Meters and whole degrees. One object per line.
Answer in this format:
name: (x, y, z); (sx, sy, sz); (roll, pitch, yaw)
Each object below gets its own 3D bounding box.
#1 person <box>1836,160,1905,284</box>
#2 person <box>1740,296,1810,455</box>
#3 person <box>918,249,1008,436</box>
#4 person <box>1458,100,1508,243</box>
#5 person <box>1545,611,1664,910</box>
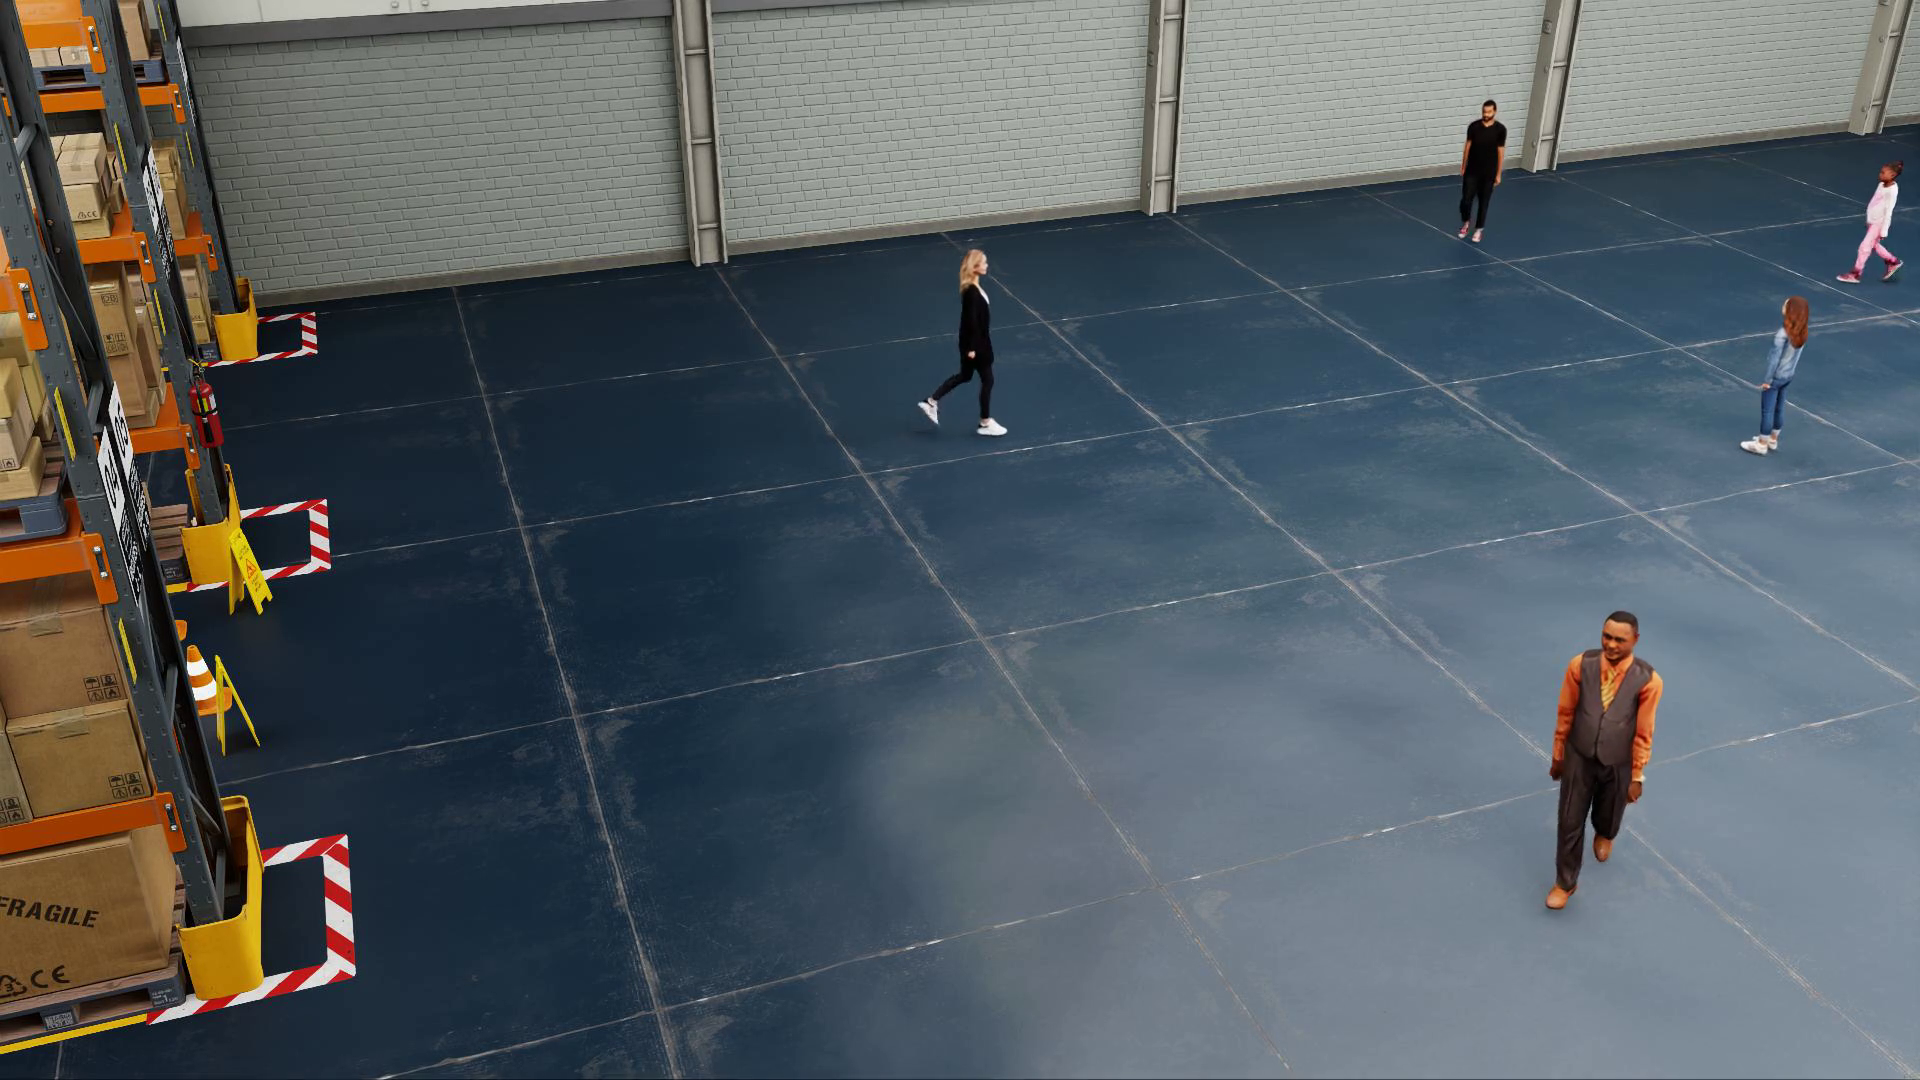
person: (10.605, -3.642, 19.078); (1.024, 1.428, 0.822); (3, 28, 6)
person: (7.391, -1.489, 14.985); (0.528, 1.476, 0.667); (-20, 34, -33)
person: (0.027, -1.790, 15.228); (1.120, 1.779, 0.794); (-2, 28, -4)
person: (6.440, -4.559, 20.465); (0.758, 1.744, 0.819); (11, 30, 20)
person: (3.666, 1.216, 9.464); (1.021, 1.892, 1.134); (18, 33, 30)
